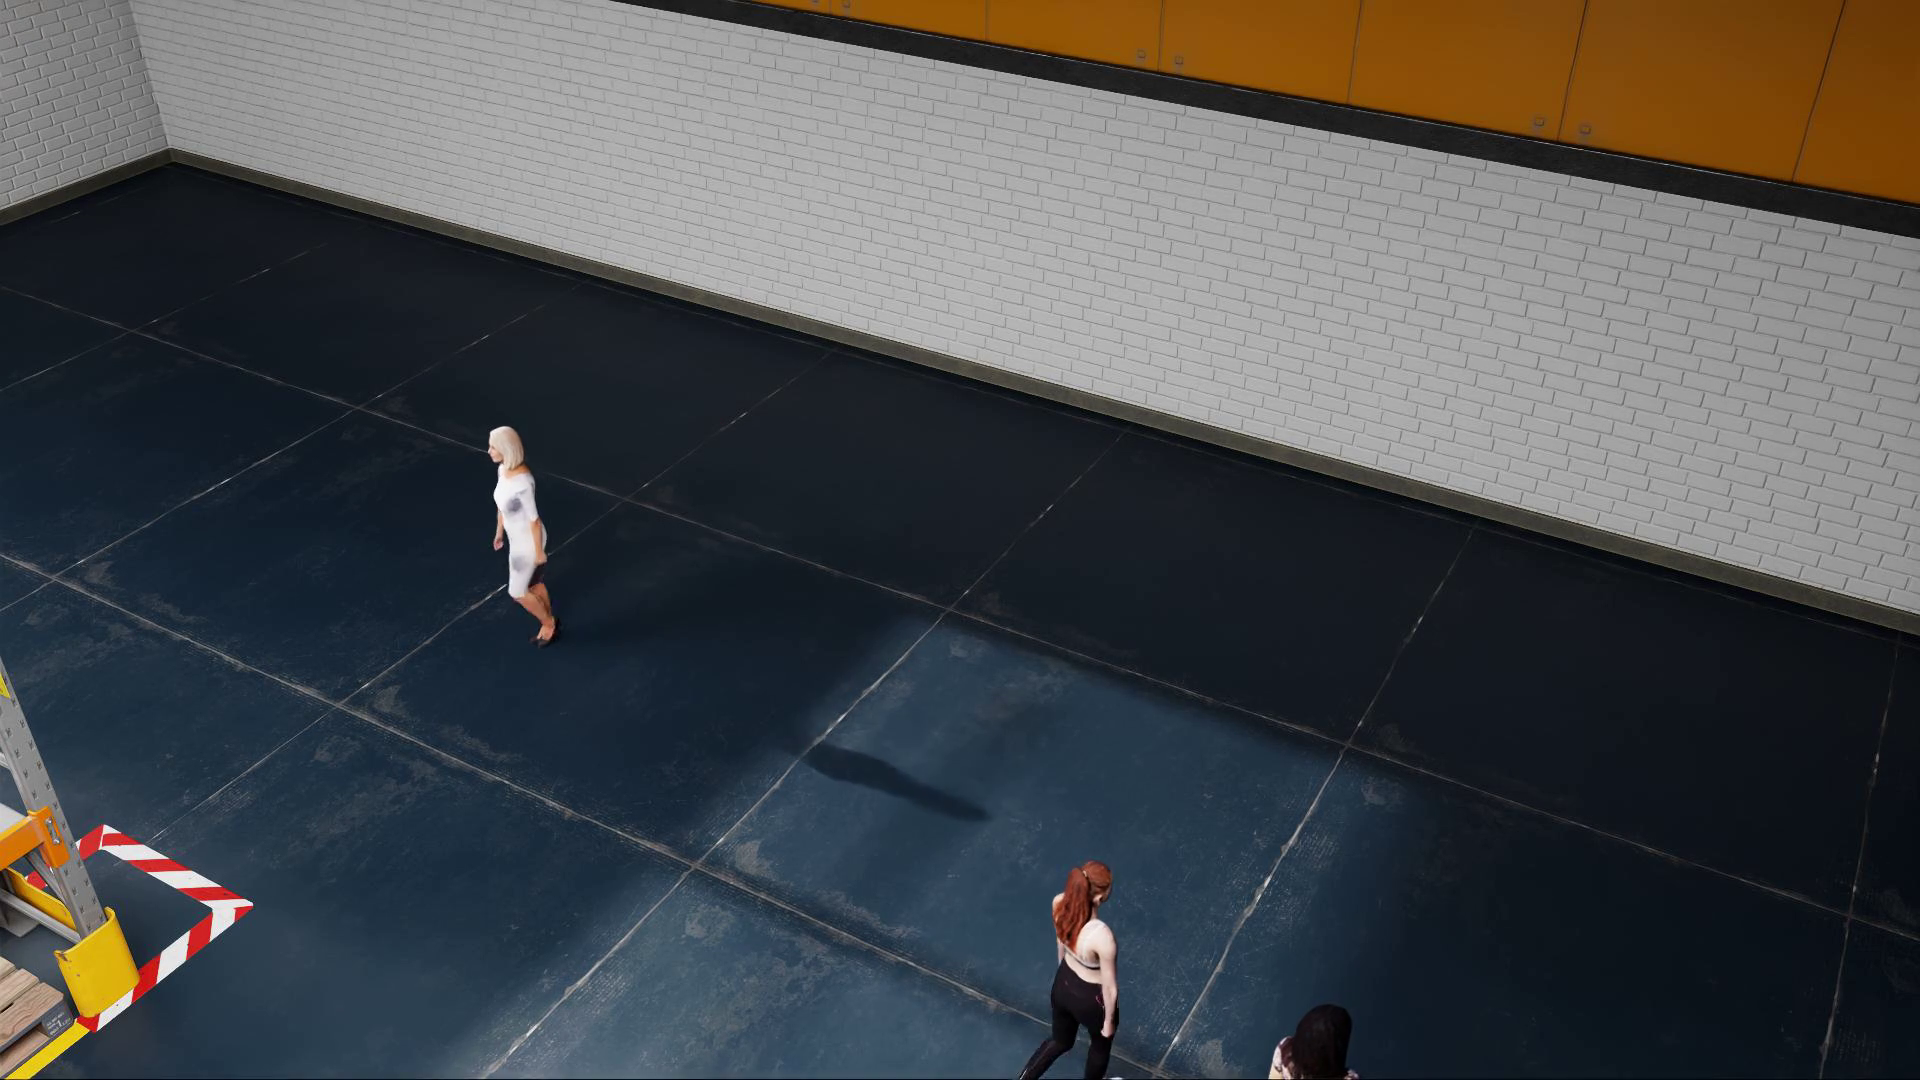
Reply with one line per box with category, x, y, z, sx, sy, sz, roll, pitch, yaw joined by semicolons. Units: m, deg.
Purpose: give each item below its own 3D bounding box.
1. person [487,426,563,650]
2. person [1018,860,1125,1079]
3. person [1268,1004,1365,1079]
person;-2.876;-0.025;11.283;0.699;1.734;0.666;-18;37;-24
person;0.514;2.218;7.918;1.099;1.723;0.868;-21;39;-28
person;1.510;2.652;7.257;0.607;1.733;0.550;22;39;29
